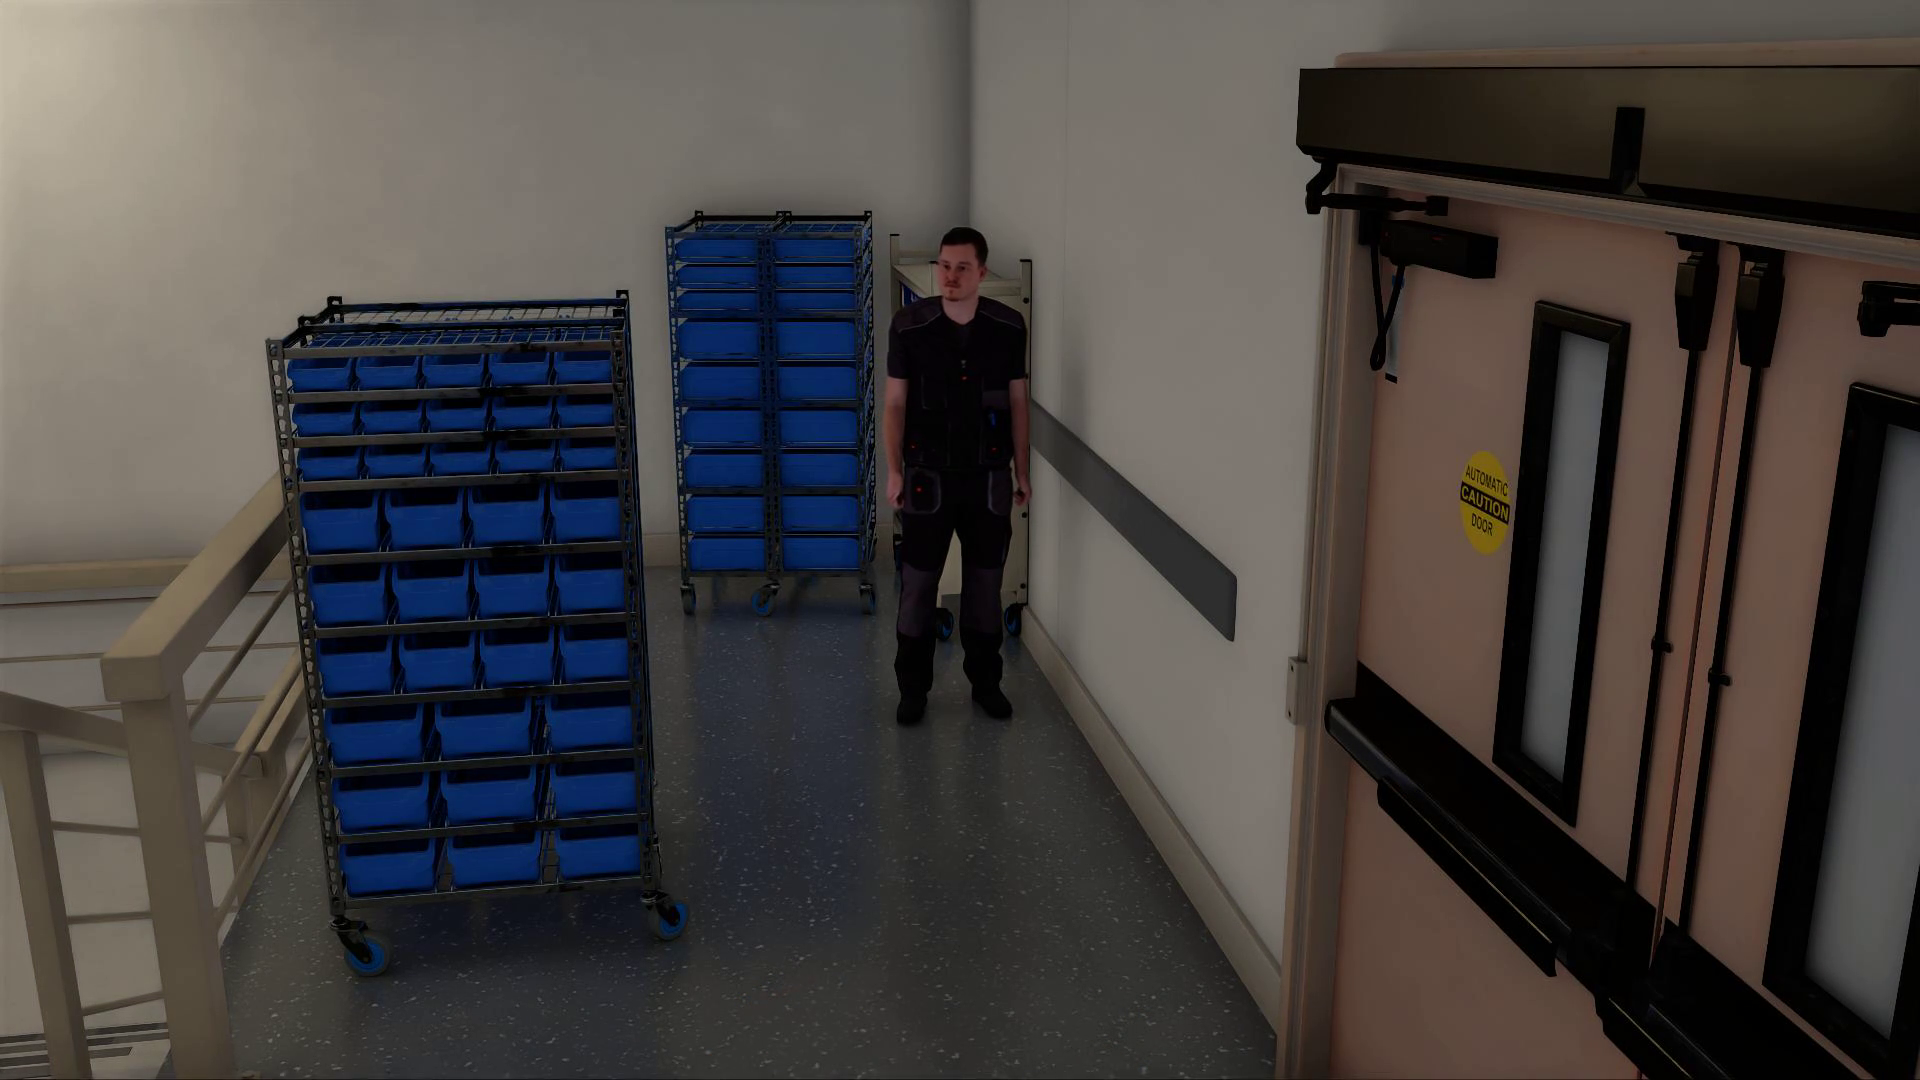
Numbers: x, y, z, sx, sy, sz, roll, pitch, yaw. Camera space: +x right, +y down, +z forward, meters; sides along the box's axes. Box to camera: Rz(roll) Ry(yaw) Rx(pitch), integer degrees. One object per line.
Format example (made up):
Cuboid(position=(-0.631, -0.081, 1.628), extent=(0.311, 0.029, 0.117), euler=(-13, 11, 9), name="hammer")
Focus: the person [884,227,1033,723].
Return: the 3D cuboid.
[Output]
Cuboid(position=(-0.014, -0.242, 6.208), extent=(0.704, 1.845, 0.570), euler=(-2, 16, -8), name="person")
